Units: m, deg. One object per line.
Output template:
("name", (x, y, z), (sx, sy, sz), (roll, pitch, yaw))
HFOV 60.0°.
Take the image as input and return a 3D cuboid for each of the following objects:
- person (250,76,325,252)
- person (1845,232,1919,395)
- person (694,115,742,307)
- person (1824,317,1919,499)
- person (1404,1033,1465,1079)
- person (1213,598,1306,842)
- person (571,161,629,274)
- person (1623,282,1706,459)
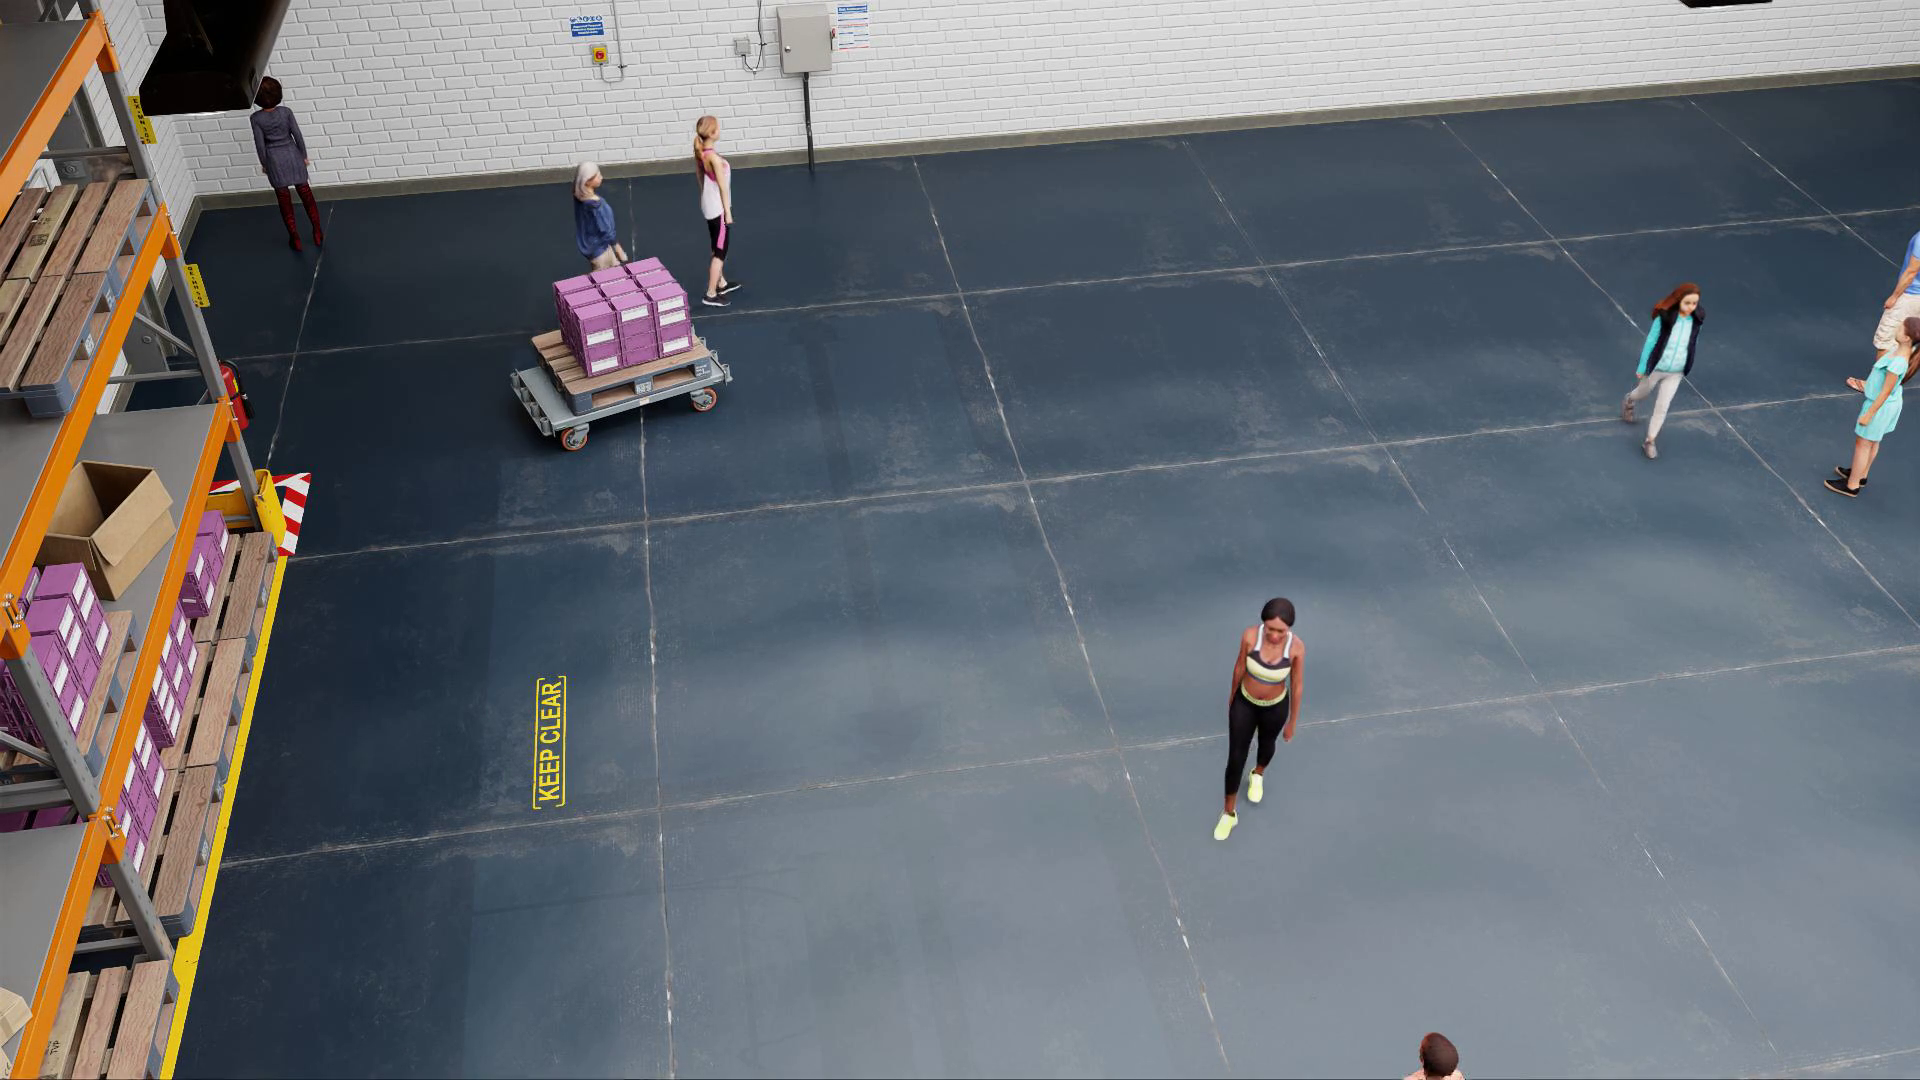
("person", (-6.415, -3.580, 15.801), (0.652, 1.710, 0.620), (-19, 42, -22))
("person", (7.911, -2.054, 13.768), (0.714, 1.864, 0.684), (-19, 42, -22))
("person", (-2.233, -2.968, 14.964), (0.822, 1.799, 0.765), (-23, 44, -26))
("person", (7.055, -1.029, 12.729), (0.645, 1.557, 0.684), (-30, 47, -32))
("person", (2.256, 2.893, 8.035), (0.540, 1.288, 0.791), (-8, 39, -10))
("person", (1.851, 0.949, 10.117), (0.833, 1.726, 1.014), (11, 40, 13))
("person", (-3.242, -2.496, 14.466), (0.762, 1.682, 0.658), (-19, 42, -22))
("person", (5.602, -1.433, 13.296), (0.703, 1.481, 0.986), (2, 39, 2))
